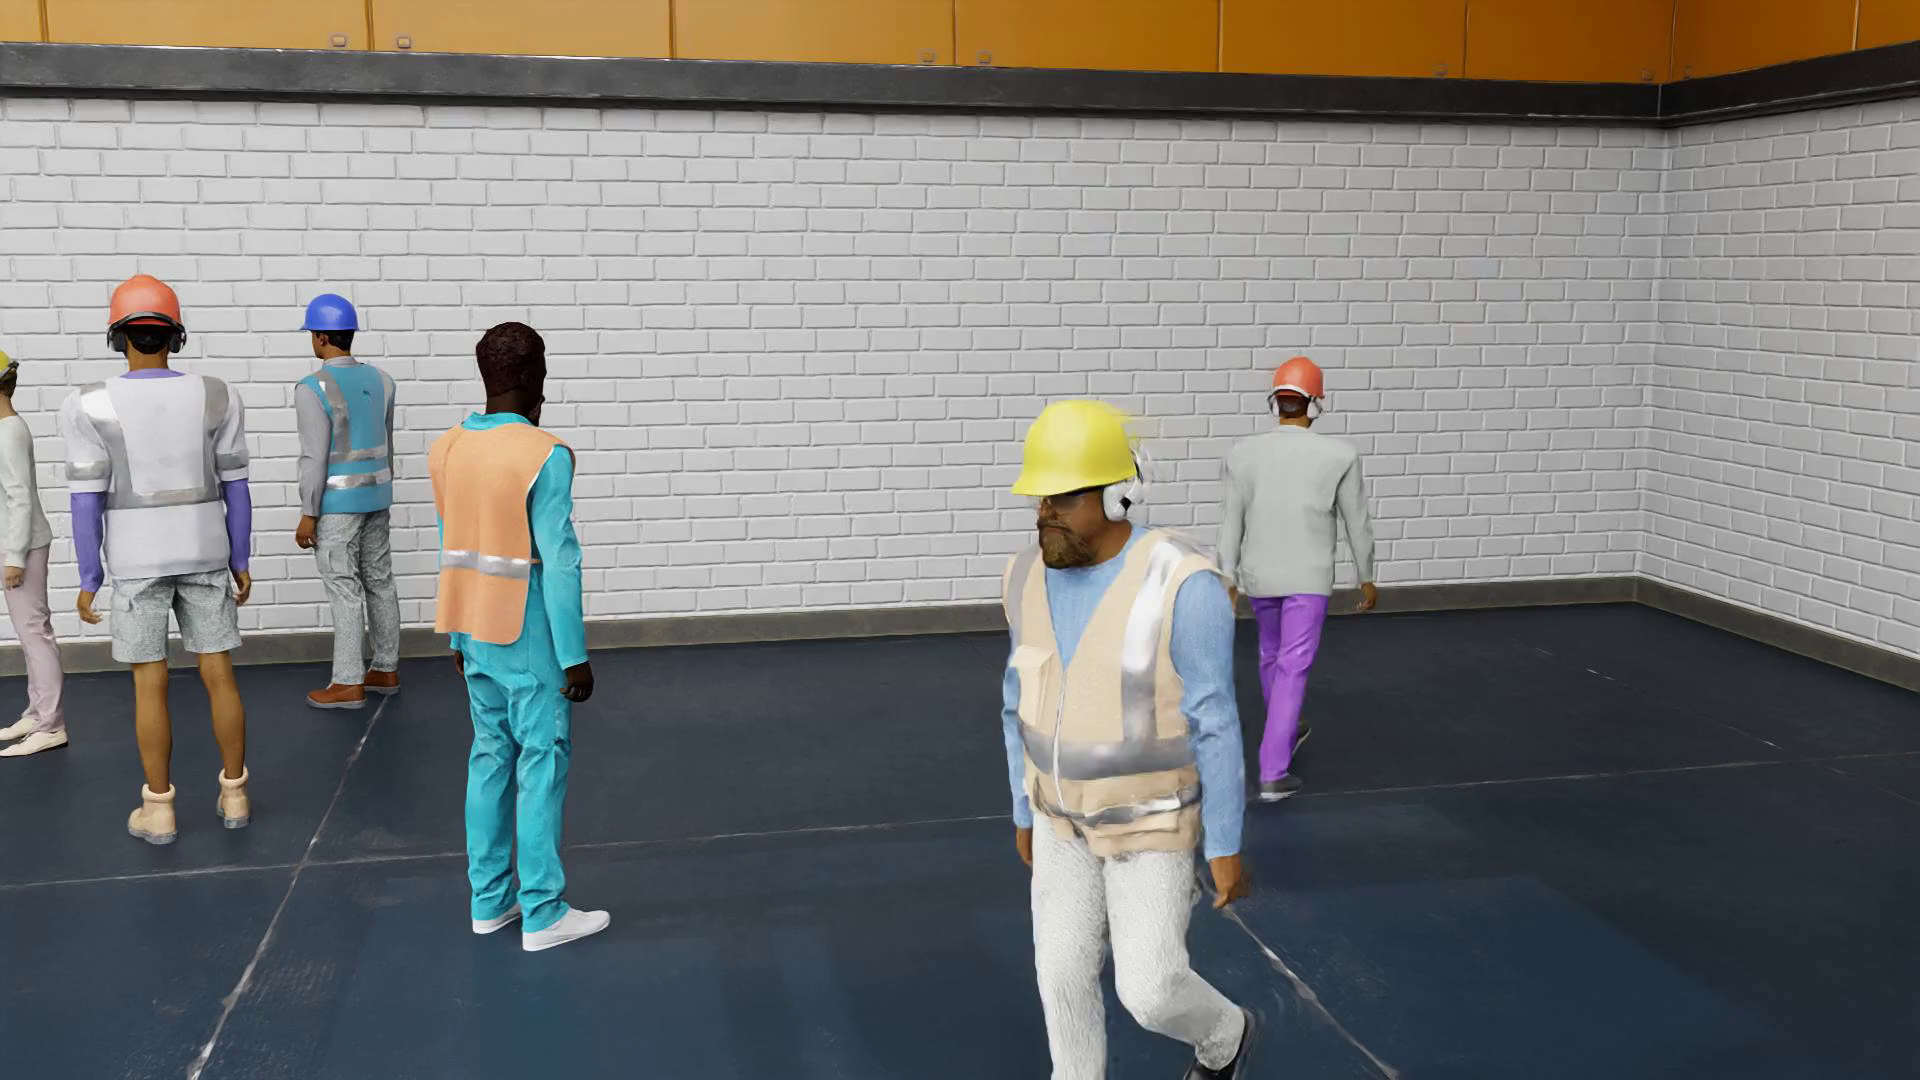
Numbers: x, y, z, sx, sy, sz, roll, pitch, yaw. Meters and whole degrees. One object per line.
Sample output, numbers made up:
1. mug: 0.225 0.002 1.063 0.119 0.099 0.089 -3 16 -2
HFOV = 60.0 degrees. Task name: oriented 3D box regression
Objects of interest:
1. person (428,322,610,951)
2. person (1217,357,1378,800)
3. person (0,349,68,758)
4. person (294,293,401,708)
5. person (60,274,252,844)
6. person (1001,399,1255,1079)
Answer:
1. person: -1.374 0.297 5.074 0.598 1.908 0.401 7 12 36
2. person: 1.377 0.130 6.689 0.585 1.711 0.864 7 12 36
3. person: -4.050 0.042 7.081 0.337 1.760 0.526 -6 11 -31
4. person: -2.897 -0.180 7.855 0.387 1.948 0.602 3 10 19
5. person: -2.879 0.073 6.021 0.608 2.045 0.391 -7 12 -36
6. person: 0.379 0.576 3.688 0.623 1.805 0.655 8 12 41
